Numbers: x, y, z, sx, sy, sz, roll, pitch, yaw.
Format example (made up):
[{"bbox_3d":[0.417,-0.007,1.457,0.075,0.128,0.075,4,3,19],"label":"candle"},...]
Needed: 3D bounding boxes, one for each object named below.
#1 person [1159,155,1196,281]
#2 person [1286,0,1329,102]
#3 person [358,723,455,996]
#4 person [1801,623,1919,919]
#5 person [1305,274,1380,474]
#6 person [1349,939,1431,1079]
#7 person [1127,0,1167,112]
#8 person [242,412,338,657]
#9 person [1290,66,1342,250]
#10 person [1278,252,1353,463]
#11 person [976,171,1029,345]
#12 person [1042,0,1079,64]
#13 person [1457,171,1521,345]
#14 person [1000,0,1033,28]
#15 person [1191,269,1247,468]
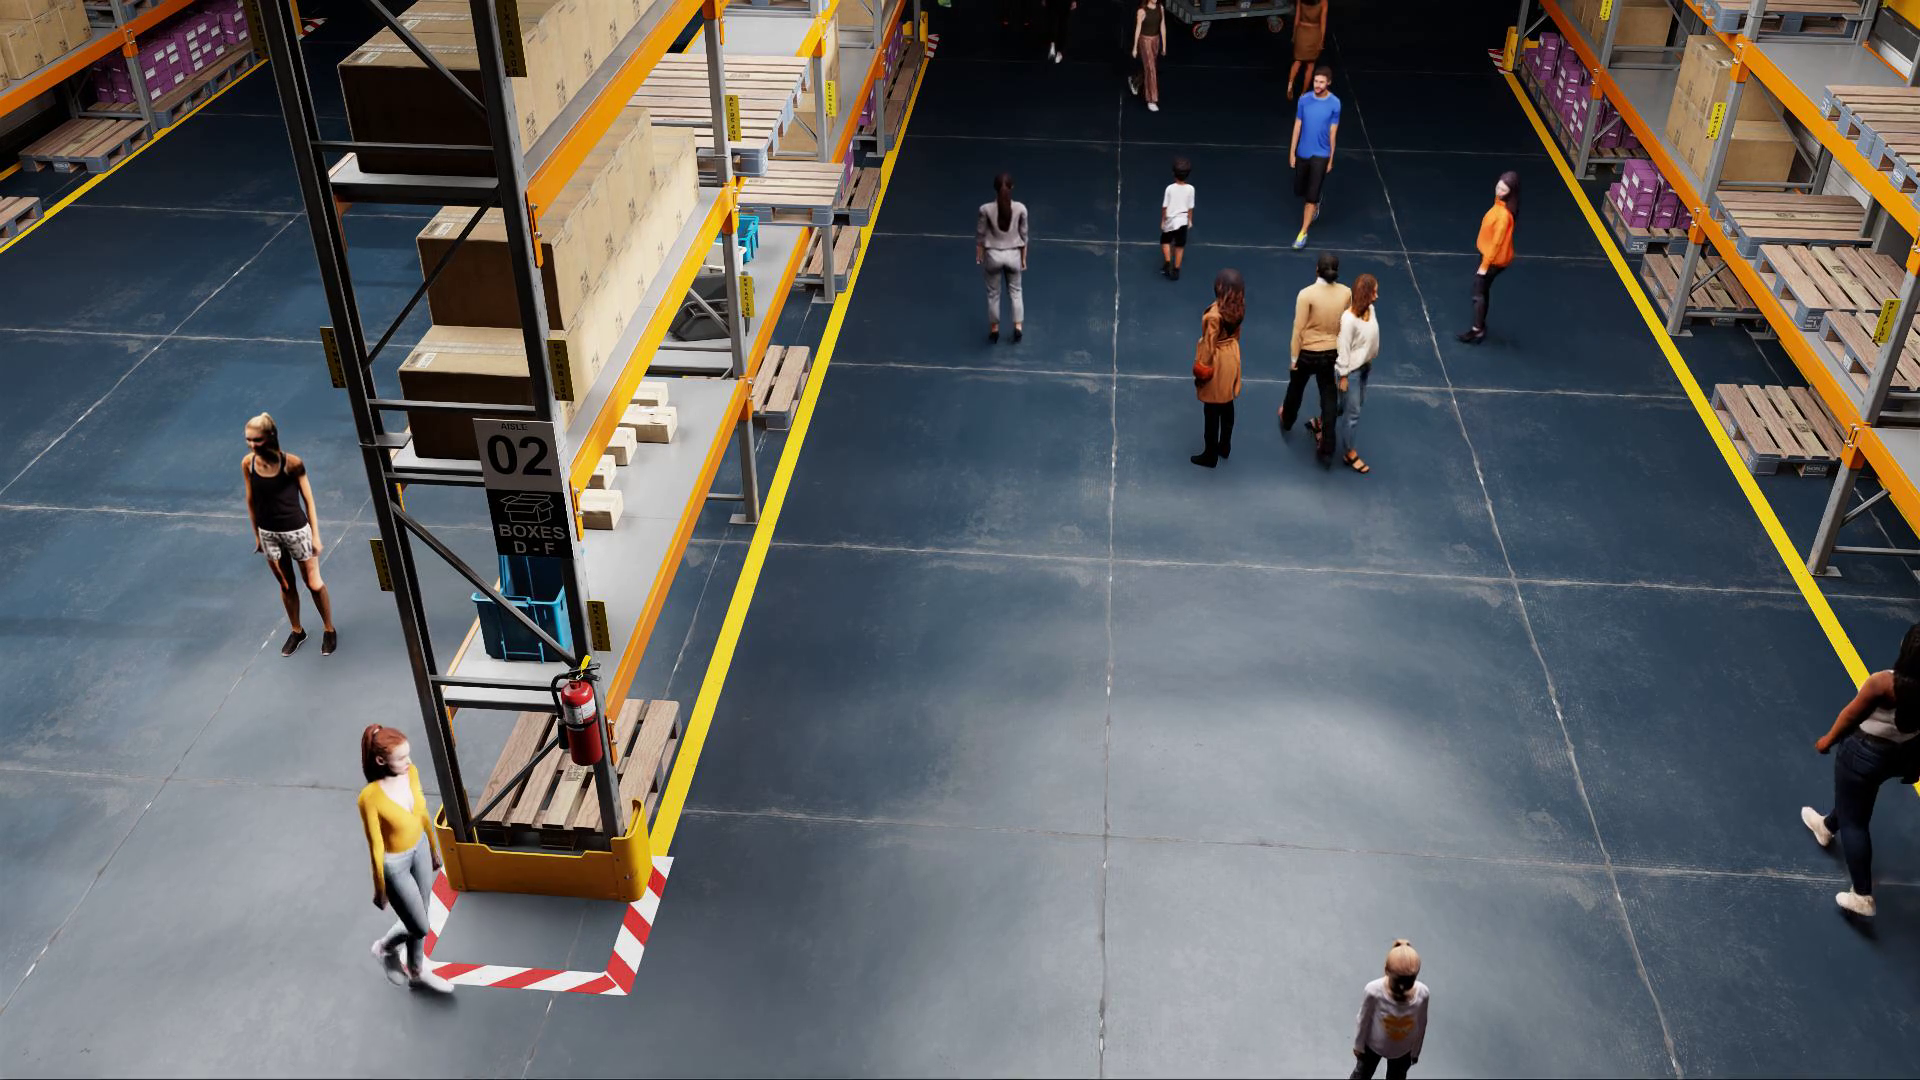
[{"bbox_3d":[2.164,-3.162,16.486,0.556,1.250,0.560,-7,34,-11],"label":"person"},{"bbox_3d":[4.284,-6.179,20.642,0.774,1.673,0.908,19,38,26],"label":"person"},{"bbox_3d":[-3.002,1.686,8.761,0.767,1.728,0.722,15,36,21],"label":"person"},{"bbox_3d":[5.170,1.297,9.304,0.766,1.774,1.218,-2,34,-3],"label":"person"},{"bbox_3d":[3.121,-1.389,13.441,0.956,1.668,0.943,24,41,32],"label":"person"},{"bbox_3d":[2.075,2.422,8.060,0.478,1.277,0.486,1,34,2],"label":"person"},{"bbox_3d":[2.321,-6.206,20.812,0.908,1.530,1.145,-15,36,-21],"label":"person"},{"bbox_3d":[-4.563,-0.057,11.276,0.617,1.846,0.545,0,34,1],"label":"person"},{"bbox_3d":[3.687,-3.996,17.204,0.930,1.844,1.206,17,37,24],"label":"person"},{"bbox_3d":[2.937,-1.455,13.502,0.869,1.710,1.235,-5,34,-7],"label":"person"},{"bbox_3d":[0.381,-2.533,15.154,0.664,1.677,0.634,-3,34,-5],"label":"person"},{"bbox_3d":[1.312,-7.181,22.130,0.655,1.696,0.633,5,34,8],"label":"person"},{"bbox_3d":[4.889,-2.533,15.116,0.769,1.719,0.575,14,36,20],"label":"person"},{"bbox_3d":[0.814,-8.239,23.627,0.697,1.801,0.613,6,34,9],"label":"person"},{"bbox_3d":[2.092,-1.389,13.395,0.837,1.719,0.751,28,43,35],"label":"person"}]
